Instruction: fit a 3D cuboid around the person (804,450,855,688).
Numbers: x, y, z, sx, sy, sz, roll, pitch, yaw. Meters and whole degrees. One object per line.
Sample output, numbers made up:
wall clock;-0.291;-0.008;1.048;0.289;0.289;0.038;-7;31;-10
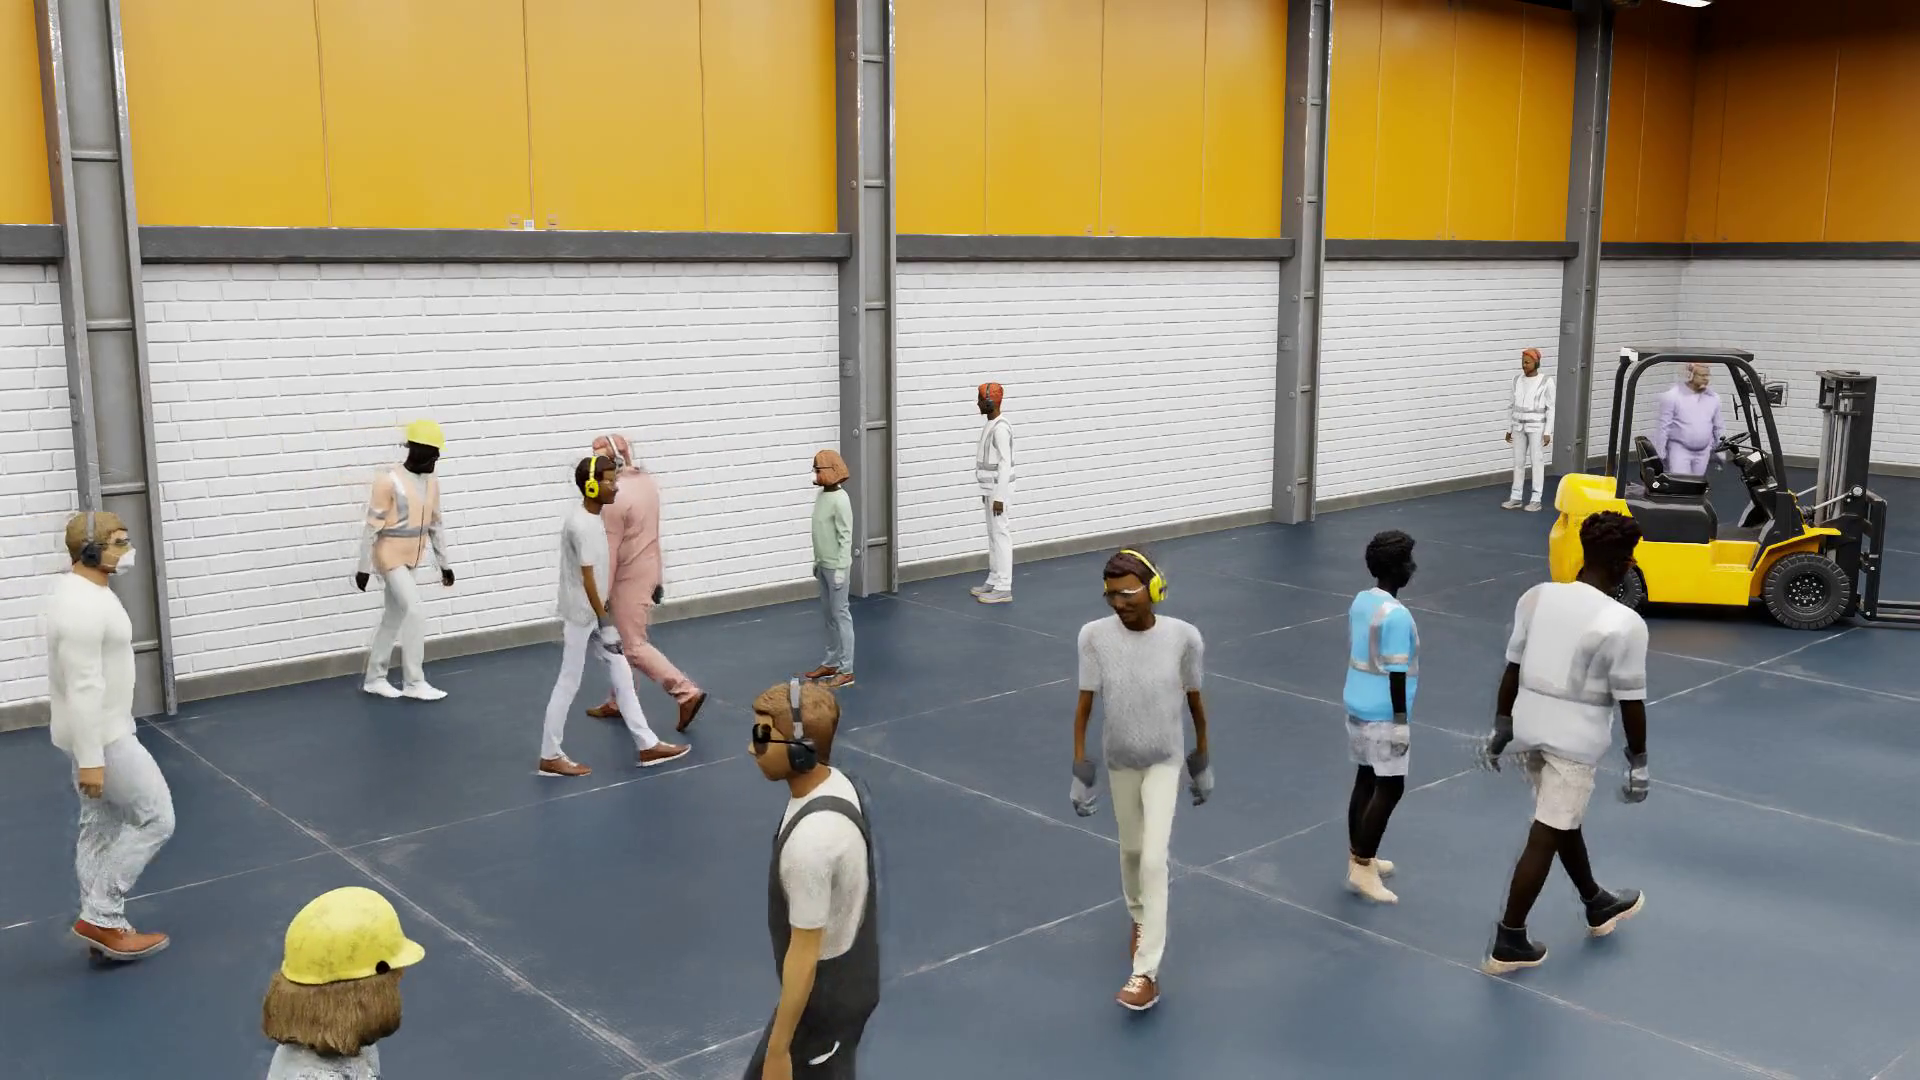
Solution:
person;-0.889;0.192;11.404;0.279;1.634;0.497;-4;11;-25

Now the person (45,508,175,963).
person;-3.505;0.820;6.871;0.442;1.924;0.657;-5;11;-27

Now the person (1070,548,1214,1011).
person;0.731;0.918;6.633;0.552;1.814;0.978;3;10;15

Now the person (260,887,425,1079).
person;-1.173;1.521;3.320;0.484;1.724;0.511;-5;11;-29

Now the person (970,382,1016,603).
person;0.293;-0.408;14.186;0.361;1.884;0.574;-1;10;-8

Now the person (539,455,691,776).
person;-1.986;0.445;9.343;0.914;1.828;0.524;0;10;2

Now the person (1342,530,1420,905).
person;1.923;0.801;7.698;0.396;1.686;0.617;-1;10;-7

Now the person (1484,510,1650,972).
person;2.608;0.819;6.911;0.982;1.909;0.632;-4;11;-23

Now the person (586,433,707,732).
person;-1.984;0.262;10.321;0.826;1.870;0.650;1;10;8

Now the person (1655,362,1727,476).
person;7.462;-0.859;16.817;0.677;1.879;0.784;-2;10;-10

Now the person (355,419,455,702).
person;-3.667;0.140;11.020;0.754;1.862;0.612;2;10;12

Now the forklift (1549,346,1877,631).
forklift;6.109;-0.478;13.691;2.313;2.155;1.214;3;10;16

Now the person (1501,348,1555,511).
person;6.584;-1.274;19.252;0.337;1.882;0.585;-7;12;-37

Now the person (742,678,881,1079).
person;-0.466;1.265;4.544;0.554;1.827;0.556;0;10;-1
